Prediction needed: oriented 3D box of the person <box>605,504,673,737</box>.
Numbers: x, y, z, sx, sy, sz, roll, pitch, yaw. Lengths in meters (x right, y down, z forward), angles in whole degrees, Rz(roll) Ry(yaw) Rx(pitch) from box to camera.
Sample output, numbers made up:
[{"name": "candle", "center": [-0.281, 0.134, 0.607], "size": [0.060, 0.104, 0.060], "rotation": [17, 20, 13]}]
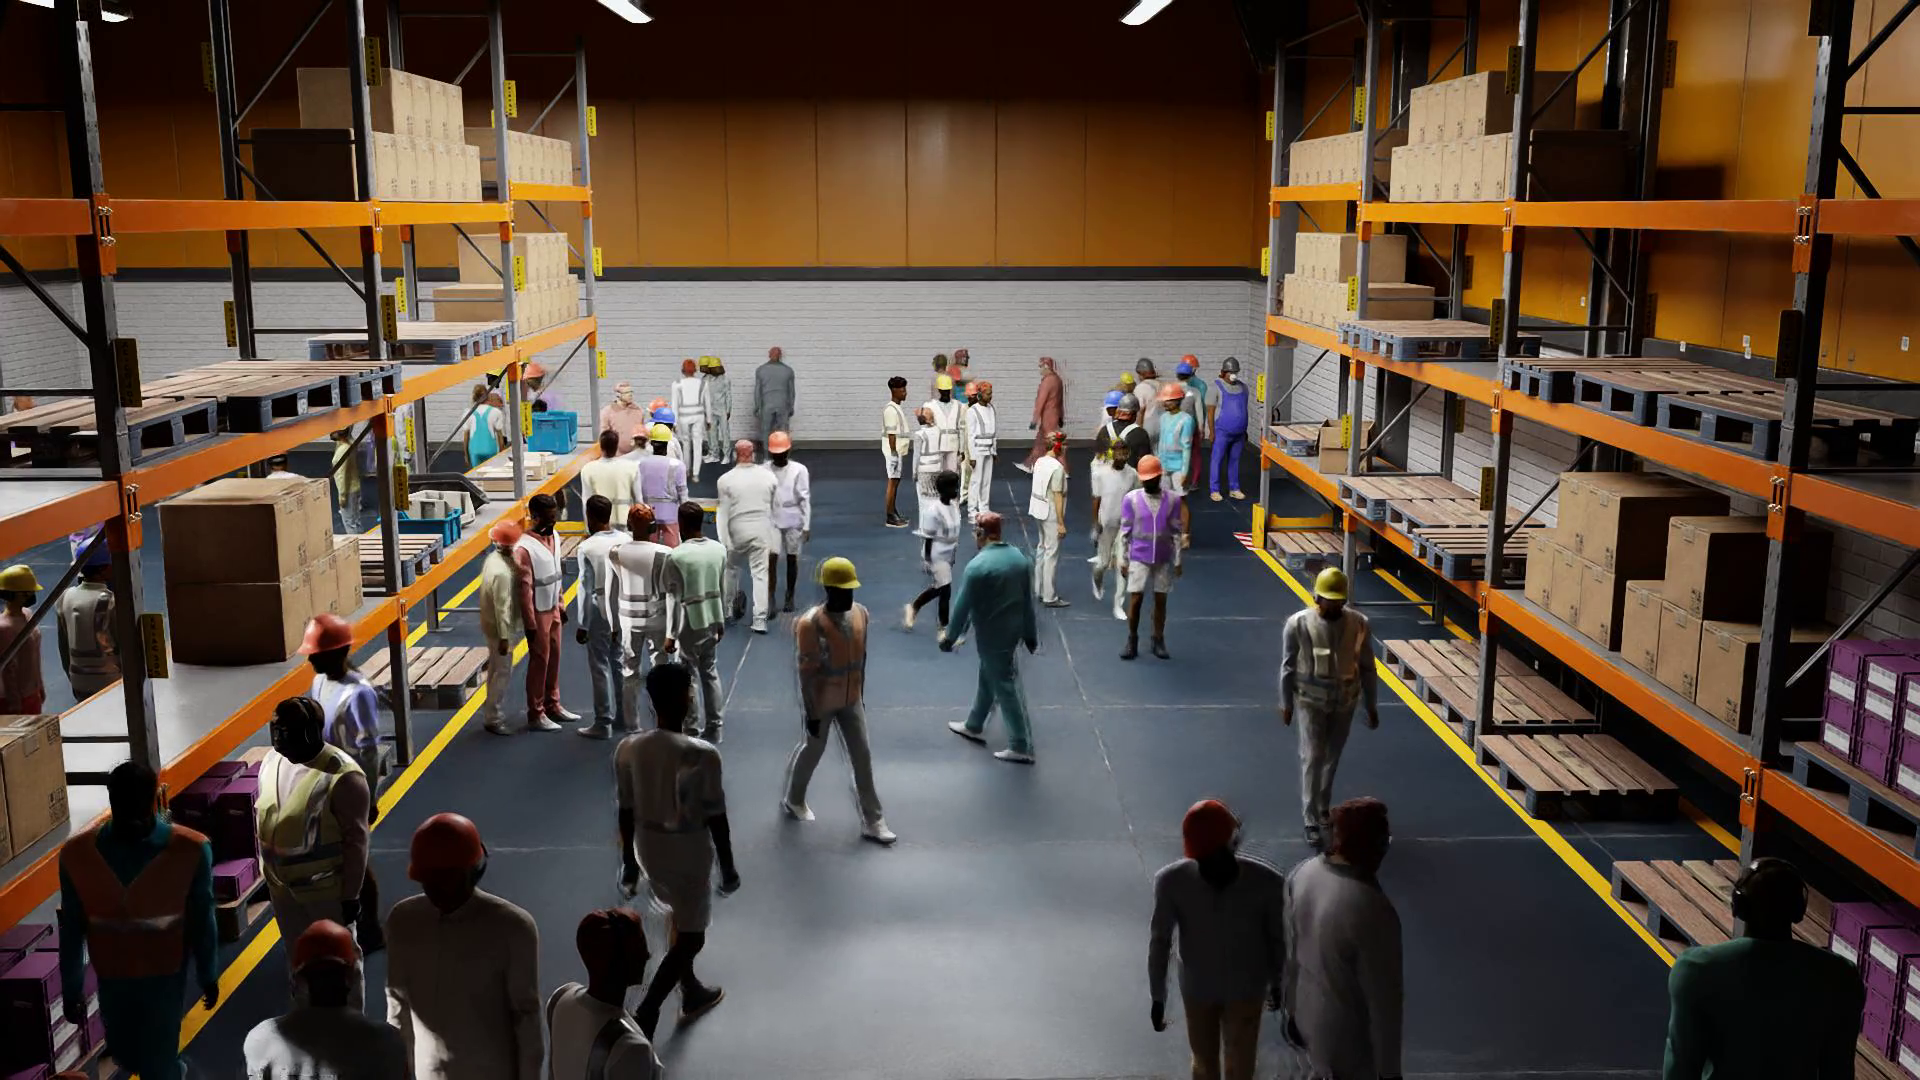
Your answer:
[{"name": "person", "center": [-2.414, 0.652, 12.758], "size": [0.585, 1.882, 0.343], "rotation": [1, 11, 7]}]

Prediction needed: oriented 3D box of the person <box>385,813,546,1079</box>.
[{"name": "person", "center": [-1.810, 1.934, 6.084], "size": [0.615, 1.984, 0.408], "rotation": [2, 12, 12]}]

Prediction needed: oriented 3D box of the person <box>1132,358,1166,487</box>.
[{"name": "person", "center": [2.639, -1.594, 23.626], "size": [0.623, 2.000, 0.755], "rotation": [10, 15, 42]}]

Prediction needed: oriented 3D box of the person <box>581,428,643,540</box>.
[{"name": "person", "center": [-3.503, -0.173, 16.832], "size": [0.597, 1.918, 0.403], "rotation": [-2, 11, -9]}]

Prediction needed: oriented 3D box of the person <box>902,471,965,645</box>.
[{"name": "person", "center": [-0.260, 0.142, 15.875], "size": [0.727, 1.673, 0.536], "rotation": [7, 13, 30]}]

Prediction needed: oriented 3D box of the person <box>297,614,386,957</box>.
[{"name": "person", "center": [-3.416, 1.340, 9.189], "size": [0.377, 1.932, 0.566], "rotation": [-11, 16, -44]}]

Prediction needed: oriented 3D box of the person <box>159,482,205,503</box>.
[{"name": "person", "center": [-8.234, -0.242, 17.653], "size": [0.498, 1.719, 0.413], "rotation": [-3, 12, -16]}]

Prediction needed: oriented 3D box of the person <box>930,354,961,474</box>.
[{"name": "person", "center": [-0.225, -1.875, 25.340], "size": [0.640, 1.922, 0.633], "rotation": [5, 12, 23]}]

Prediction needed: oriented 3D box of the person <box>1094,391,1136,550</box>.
[{"name": "person", "center": [1.898, -0.834, 20.057], "size": [0.403, 1.944, 0.605], "rotation": [-8, 14, -34]}]

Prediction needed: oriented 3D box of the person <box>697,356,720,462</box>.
[{"name": "person", "center": [-4.114, -2.142, 27.153], "size": [0.320, 1.737, 0.487], "rotation": [-4, 12, -21]}]

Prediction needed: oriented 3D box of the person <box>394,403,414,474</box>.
[{"name": "person", "center": [-7.405, -1.213, 22.146], "size": [0.311, 1.869, 0.534], "rotation": [-6, 13, -26]}]

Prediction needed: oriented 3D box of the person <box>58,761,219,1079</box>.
[{"name": "person", "center": [-3.440, 1.796, 7.039], "size": [0.629, 1.878, 0.874], "rotation": [-2, 11, -9]}]

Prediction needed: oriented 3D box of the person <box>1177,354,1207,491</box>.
[{"name": "person", "center": [3.348, -1.722, 24.384], "size": [0.377, 1.995, 0.608], "rotation": [-9, 14, -37]}]

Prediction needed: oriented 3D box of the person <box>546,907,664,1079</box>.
[{"name": "person", "center": [-1.141, 2.107, 5.464], "size": [0.342, 1.882, 0.579], "rotation": [-9, 14, -38]}]

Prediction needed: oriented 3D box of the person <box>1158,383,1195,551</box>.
[{"name": "person", "center": [2.563, -0.883, 20.099], "size": [0.409, 2.033, 0.608], "rotation": [-6, 13, -28]}]

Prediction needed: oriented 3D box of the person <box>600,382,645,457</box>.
[{"name": "person", "center": [-4.284, -1.070, 21.322], "size": [0.651, 1.913, 0.410], "rotation": [-9, 14, -39]}]

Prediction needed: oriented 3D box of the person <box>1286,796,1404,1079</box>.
[{"name": "person", "center": [1.446, 1.915, 6.509], "size": [0.940, 1.855, 0.675], "rotation": [-2, 12, -12]}]

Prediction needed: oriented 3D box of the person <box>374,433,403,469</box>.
[{"name": "person", "center": [-7.027, -0.789, 20.489], "size": [0.322, 1.690, 0.531], "rotation": [-7, 13, -30]}]

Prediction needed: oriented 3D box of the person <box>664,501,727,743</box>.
[{"name": "person", "center": [-1.999, 0.652, 12.701], "size": [0.399, 1.908, 0.606], "rotation": [7, 13, 33]}]

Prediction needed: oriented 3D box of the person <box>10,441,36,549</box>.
[{"name": "person", "center": [-11.392, -0.663, 19.967], "size": [0.312, 1.639, 0.518], "rotation": [2, 11, 9]}]

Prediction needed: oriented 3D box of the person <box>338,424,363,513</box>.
[{"name": "person", "center": [-8.351, -1.226, 22.562], "size": [0.321, 1.737, 0.489], "rotation": [-2, 11, -10]}]

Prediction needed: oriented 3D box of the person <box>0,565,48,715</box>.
[{"name": "person", "center": [-6.288, 1.030, 11.196], "size": [0.350, 1.758, 0.519], "rotation": [-2, 12, -11]}]

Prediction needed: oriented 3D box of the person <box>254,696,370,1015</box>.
[{"name": "person", "center": [-3.096, 1.637, 7.927], "size": [0.623, 1.844, 0.429], "rotation": [5, 12, 24]}]

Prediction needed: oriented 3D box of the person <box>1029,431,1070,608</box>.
[{"name": "person", "center": [0.925, -0.215, 17.234], "size": [0.394, 1.836, 0.560], "rotation": [-4, 12, -18]}]

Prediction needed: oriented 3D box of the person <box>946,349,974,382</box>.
[{"name": "person", "center": [0.031, -2.071, 26.354], "size": [0.408, 1.908, 0.644], "rotation": [-9, 14, -38]}]

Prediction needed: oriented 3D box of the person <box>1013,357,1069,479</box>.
[{"name": "person", "center": [1.248, -1.863, 25.434], "size": [0.979, 1.852, 0.655], "rotation": [3, 12, 16]}]

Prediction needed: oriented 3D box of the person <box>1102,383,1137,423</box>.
[{"name": "person", "center": [2.089, -1.064, 21.361], "size": [0.745, 1.893, 0.631], "rotation": [-8, 14, -35]}]

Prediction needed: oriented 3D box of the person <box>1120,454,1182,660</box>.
[{"name": "person", "center": [1.739, 0.163, 15.135], "size": [0.559, 1.919, 0.397], "rotation": [-1, 11, -4]}]

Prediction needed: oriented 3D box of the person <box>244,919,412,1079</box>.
[{"name": "person", "center": [-2.133, 2.161, 5.620], "size": [0.611, 1.707, 0.610], "rotation": [0, 11, 2]}]

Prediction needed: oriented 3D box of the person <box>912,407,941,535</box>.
[{"name": "person", "center": [-0.426, -0.873, 21.040], "size": [0.331, 1.631, 0.516], "rotation": [8, 14, 36]}]

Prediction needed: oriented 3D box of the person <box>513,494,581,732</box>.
[{"name": "person", "center": [-3.302, 0.569, 13.131], "size": [0.413, 1.906, 0.599], "rotation": [2, 11, 11]}]
